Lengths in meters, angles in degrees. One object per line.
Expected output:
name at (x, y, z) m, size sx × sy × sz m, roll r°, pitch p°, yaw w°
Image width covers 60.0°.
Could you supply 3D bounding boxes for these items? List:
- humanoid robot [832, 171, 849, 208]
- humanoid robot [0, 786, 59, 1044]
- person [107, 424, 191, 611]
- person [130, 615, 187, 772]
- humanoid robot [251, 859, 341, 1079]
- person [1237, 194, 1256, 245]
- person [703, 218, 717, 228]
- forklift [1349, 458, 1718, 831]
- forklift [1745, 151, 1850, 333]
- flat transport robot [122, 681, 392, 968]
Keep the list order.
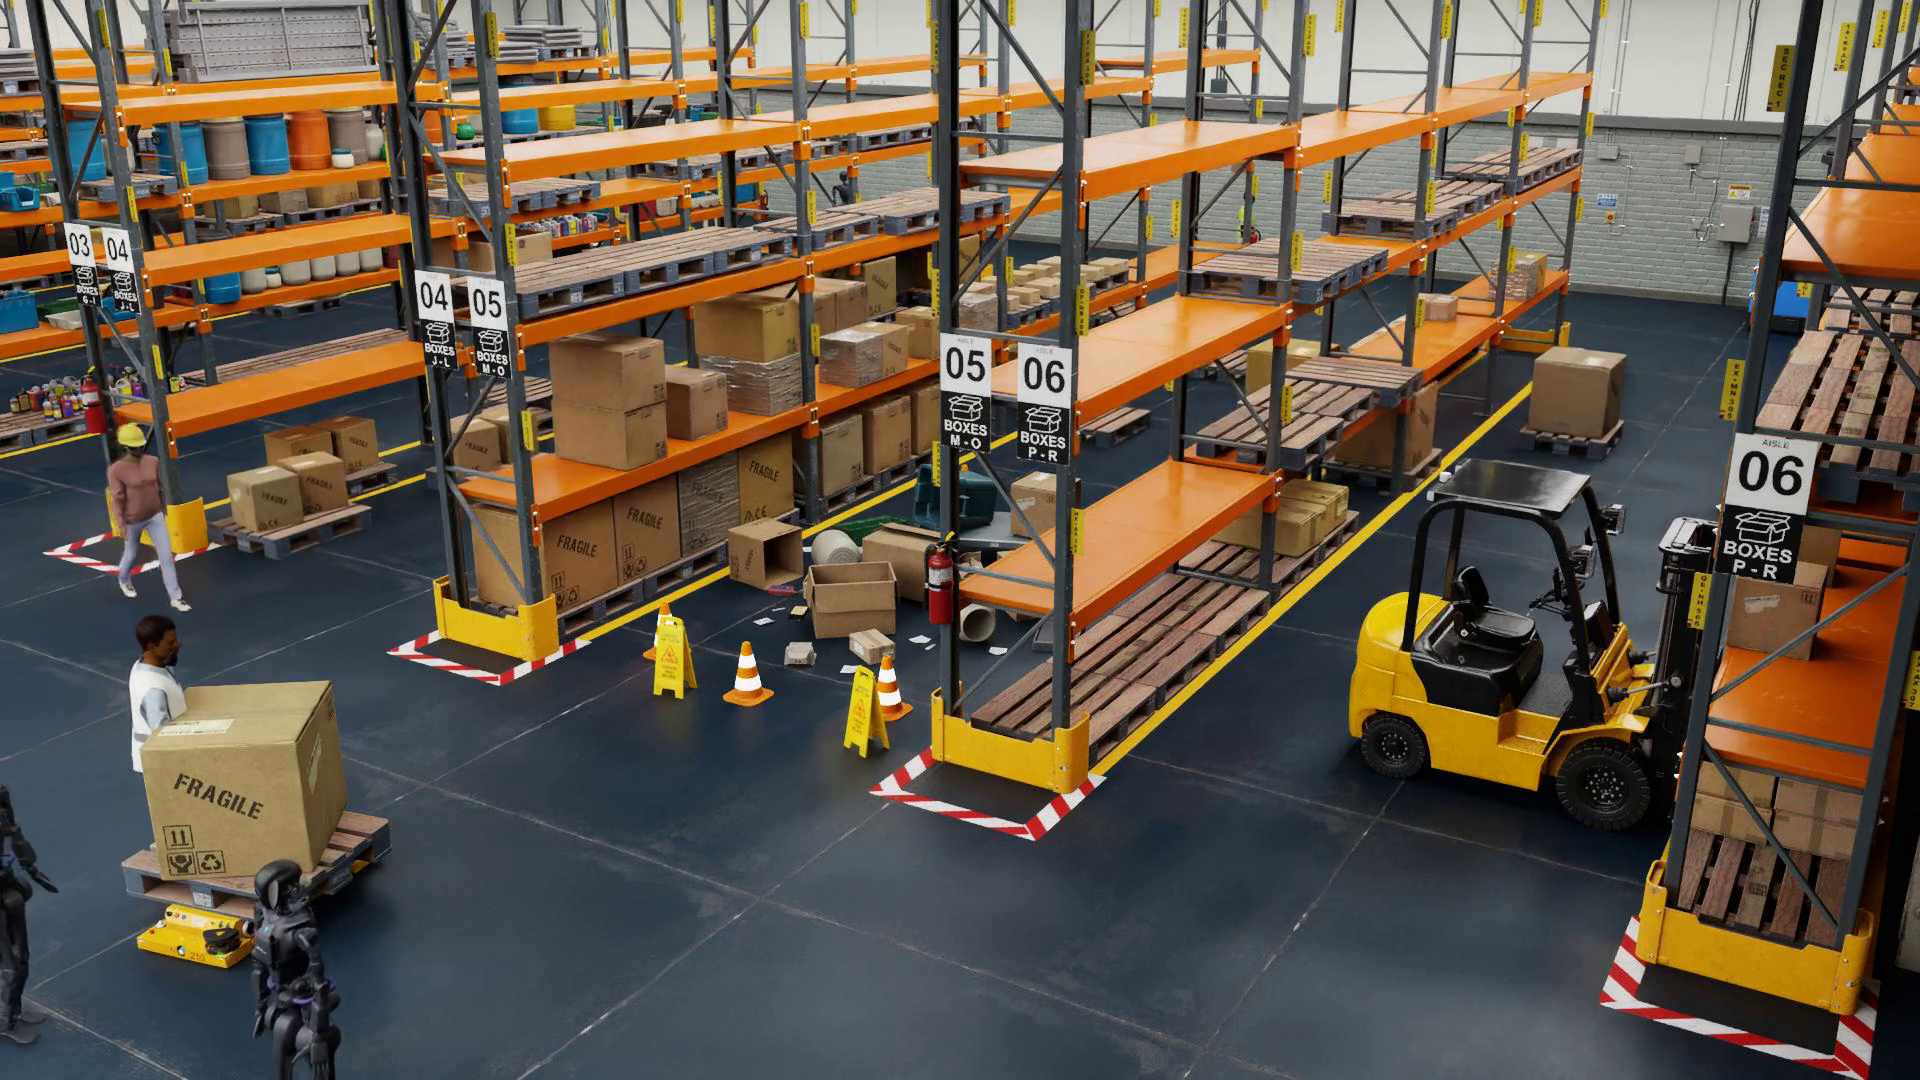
humanoid robot at (-2.333, -6.634, 33.648) m, size 0.609 × 1.640 × 0.523 m, roll -9°, pitch 21°, yaw -25°
humanoid robot at (-5.173, 1.903, 8.955) m, size 0.334 × 1.655 × 0.599 m, roll 3°, pitch 19°, yaw 8°
person at (-7.435, -0.227, 15.043) m, size 0.911 × 1.723 × 0.524 m, roll 13°, pitch 23°, yaw 32°
person at (-4.844, 1.363, 10.155) m, size 0.372 × 1.915 × 0.593 m, roll -10°, pitch 22°, yaw -27°
humanoid robot at (-3.124, 2.253, 7.996) m, size 0.589 × 1.646 × 0.693 m, roll 13°, pitch 23°, yaw 32°
person at (5.254, -5.565, 30.510) m, size 0.318 × 1.698 × 0.538 m, roll 10°, pitch 21°, yaw 27°
person at (-5.240, -7.061, 34.861) m, size 0.491 × 1.688 × 0.347 m, roll -6°, pitch 20°, yaw -17°
forklift at (3.988, 0.658, 11.776) m, size 2.313 × 2.155 × 1.214 m, roll 11°, pitch 22°, yaw 29°
forklift at (13.620, -4.667, 26.137) m, size 1.873 × 2.768 × 1.129 m, roll 11°, pitch 22°, yaw 29°
flat transport robot at (-4.346, 2.161, 10.368) m, size 0.659 × 0.231 × 1.431 m, roll 6°, pitch 20°, yaw 18°
